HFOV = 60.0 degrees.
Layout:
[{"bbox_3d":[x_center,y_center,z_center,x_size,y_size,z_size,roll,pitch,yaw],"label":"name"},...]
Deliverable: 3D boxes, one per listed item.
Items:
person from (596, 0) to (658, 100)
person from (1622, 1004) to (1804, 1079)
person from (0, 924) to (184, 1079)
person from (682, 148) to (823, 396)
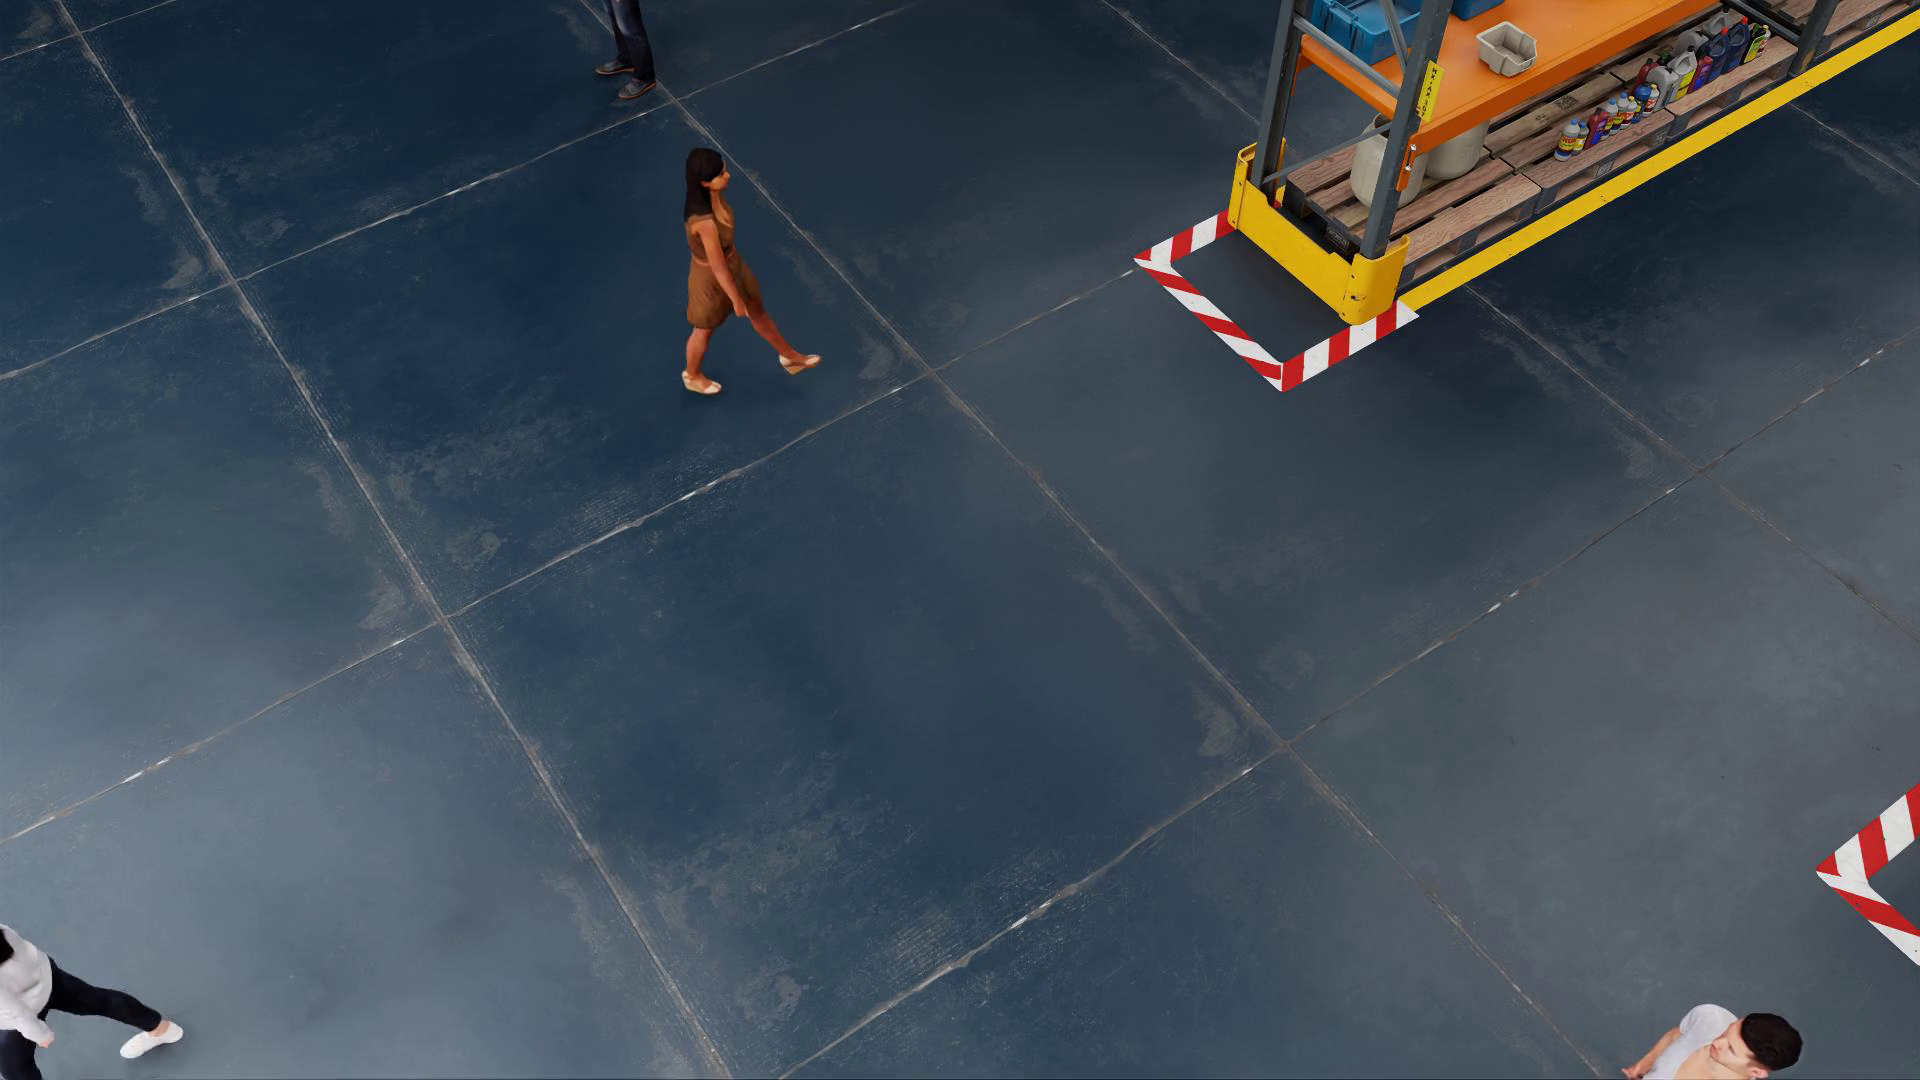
[{"bbox_3d":[-2.176,-3.619,10.379,0.570,1.820,0.659,-25,56,-18],"label":"person"},{"bbox_3d":[2.538,2.100,5.928,0.784,1.855,0.766,1,52,1],"label":"person"},{"bbox_3d":[-3.494,1.705,6.359,1.094,1.657,0.746,-22,55,-16],"label":"person"},{"bbox_3d":[-1.362,-1.357,8.731,1.078,1.655,0.940,0,52,0],"label":"person"}]
